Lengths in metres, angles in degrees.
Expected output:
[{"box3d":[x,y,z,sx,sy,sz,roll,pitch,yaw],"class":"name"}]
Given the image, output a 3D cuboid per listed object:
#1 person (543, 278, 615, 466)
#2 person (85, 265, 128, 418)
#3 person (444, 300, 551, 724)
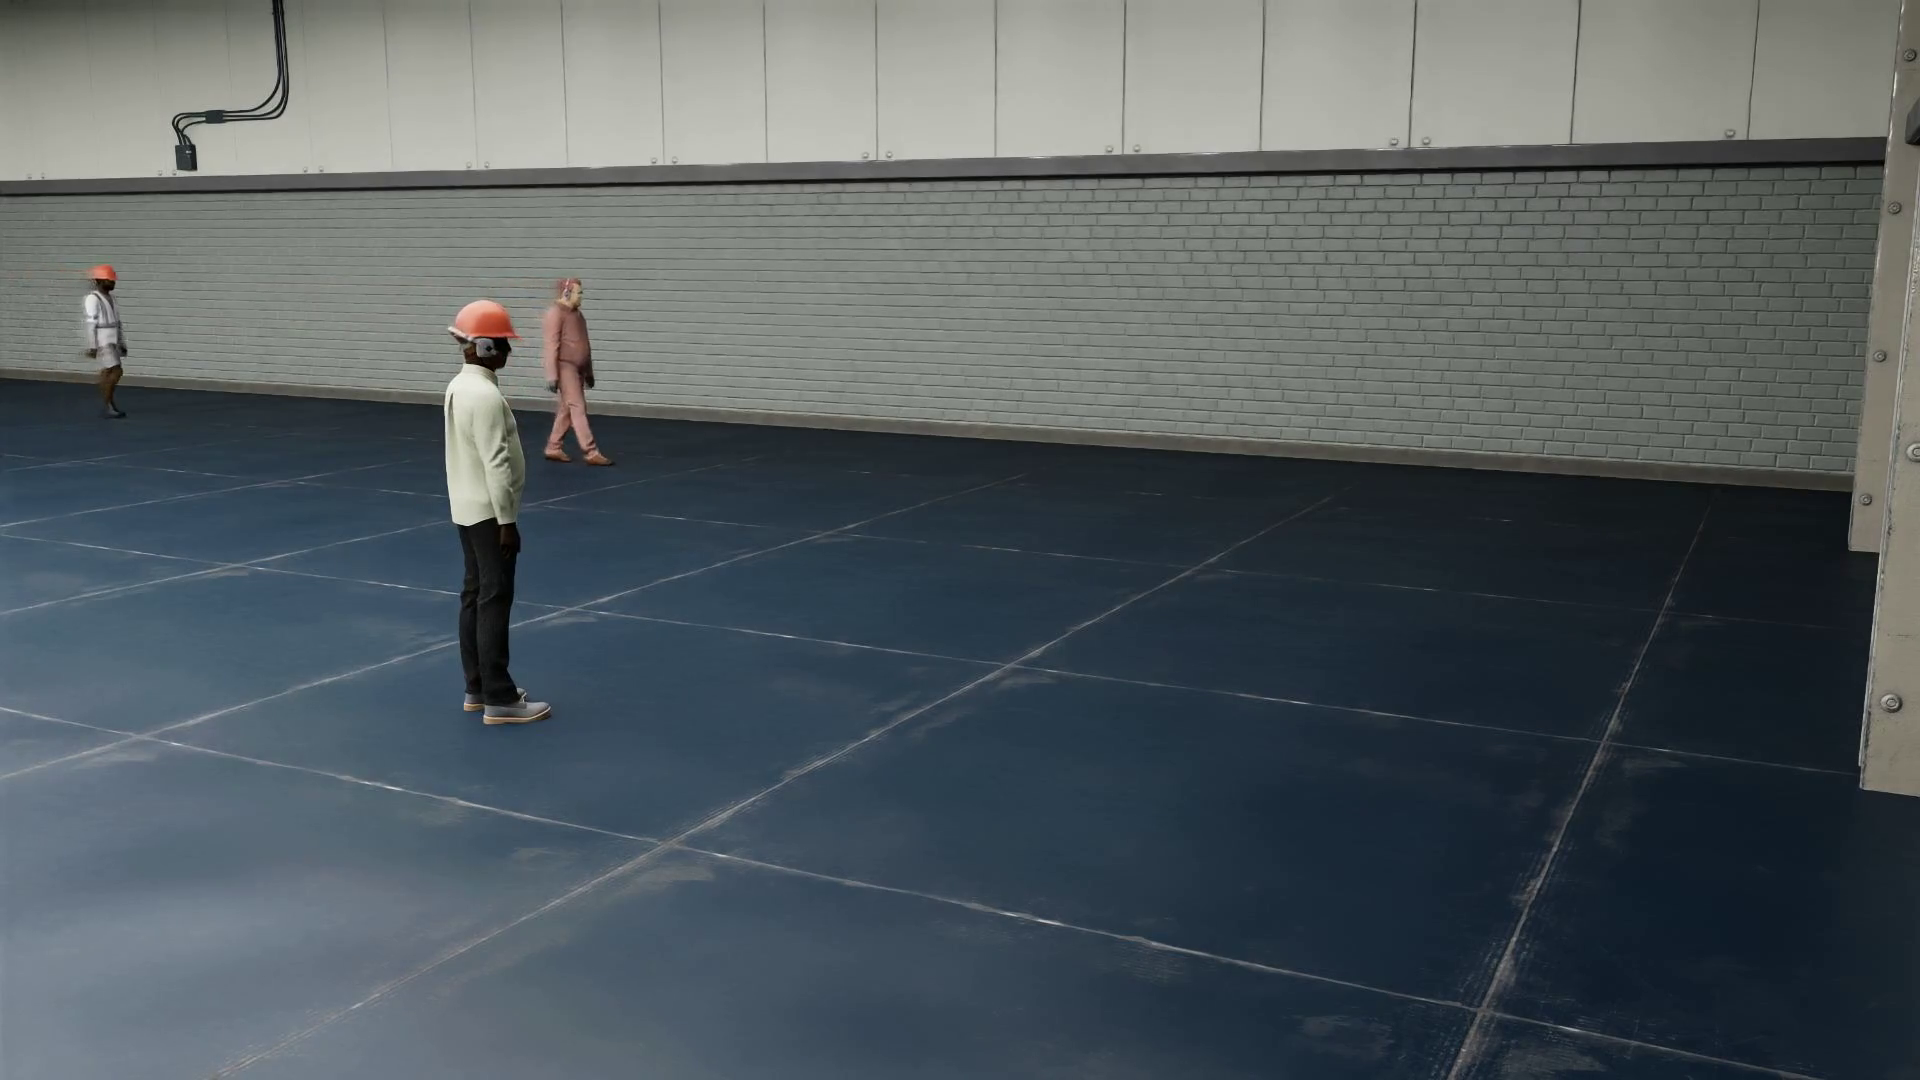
[{"box3d":[-3.865,-1.682,16.682,0.823,1.874,0.667,2,11,10],"class":"person"},{"box3d":[-10.660,-2.478,20.872,0.456,1.920,0.574,0,10,-1],"class":"person"},{"box3d":[-2.225,-0.130,7.875,0.376,1.995,0.611,-7,12,-32],"class":"person"}]
